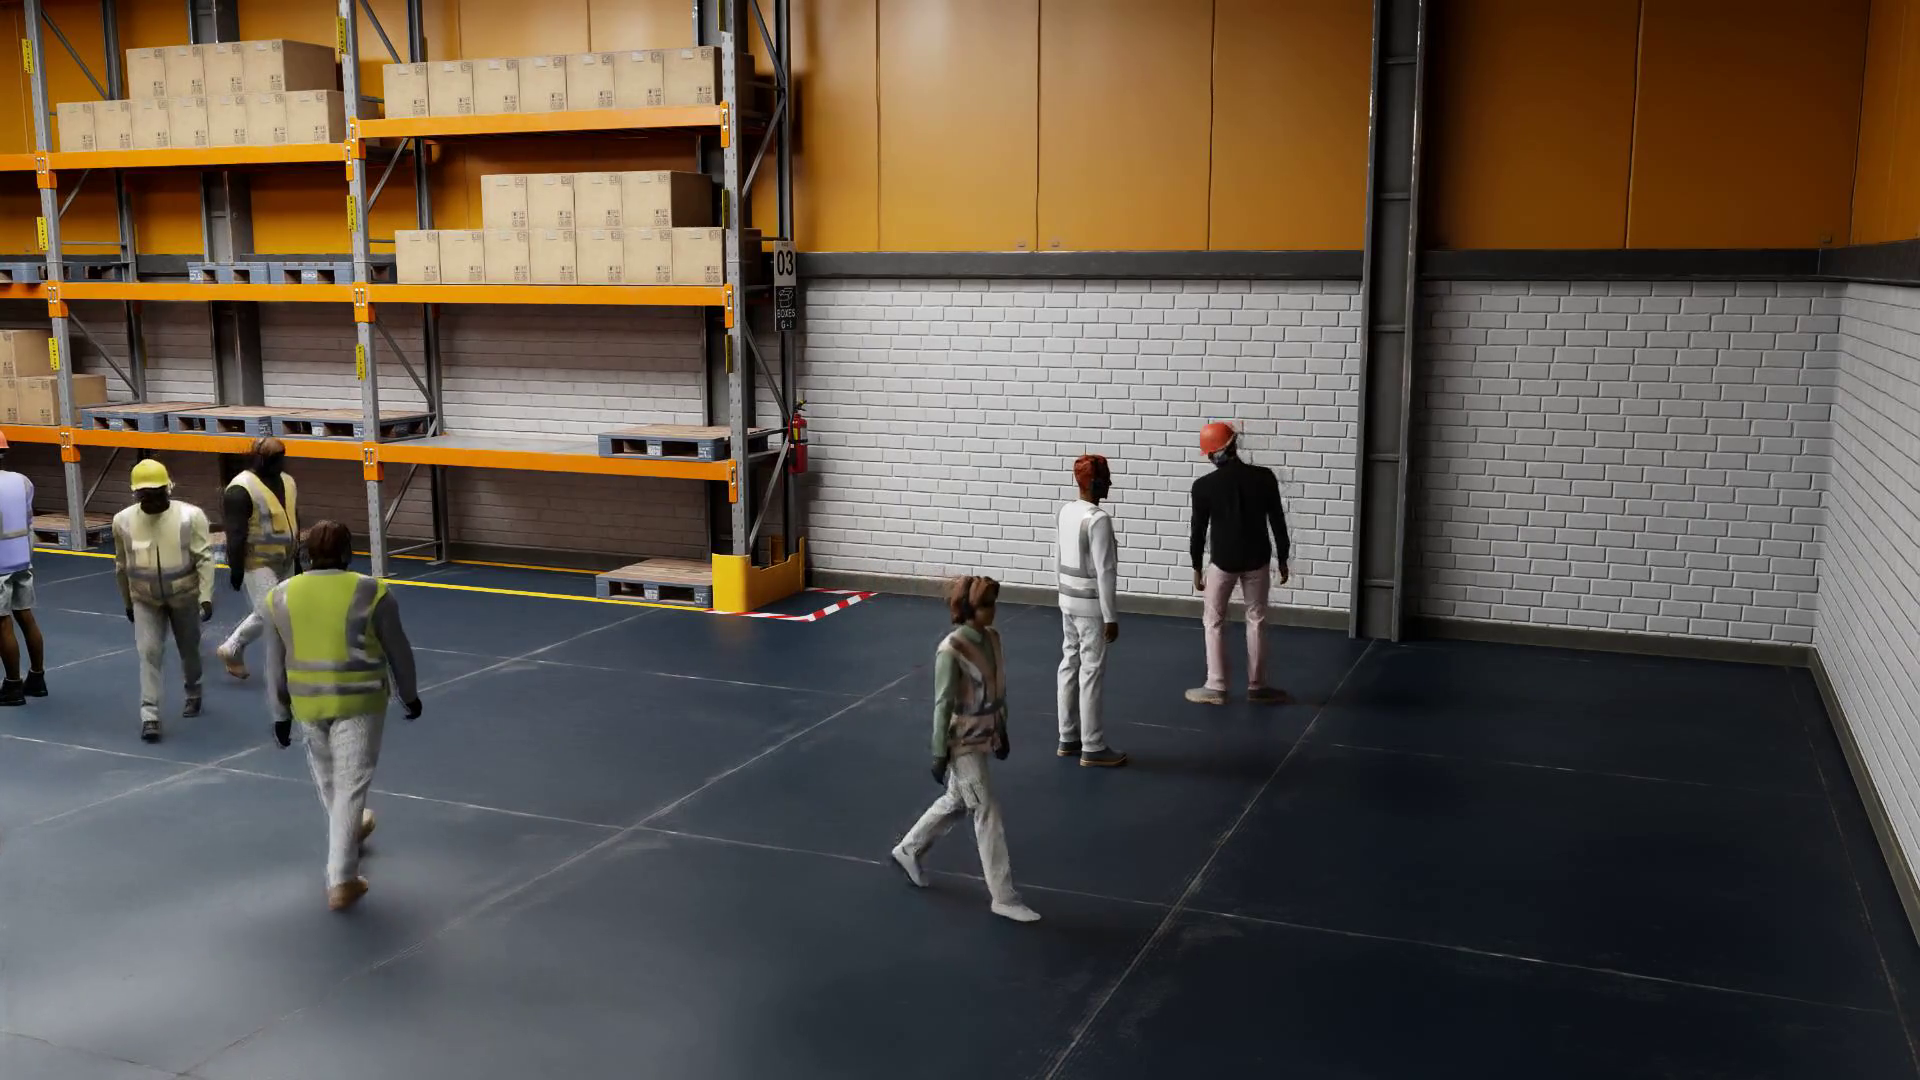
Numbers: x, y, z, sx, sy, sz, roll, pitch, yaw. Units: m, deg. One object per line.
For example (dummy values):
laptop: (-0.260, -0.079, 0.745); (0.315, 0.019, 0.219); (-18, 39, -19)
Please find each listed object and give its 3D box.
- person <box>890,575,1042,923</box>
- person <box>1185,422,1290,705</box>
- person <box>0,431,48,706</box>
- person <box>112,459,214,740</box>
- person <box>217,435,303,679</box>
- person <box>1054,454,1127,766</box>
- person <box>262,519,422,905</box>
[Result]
person: (-0.001, 0.939, 7.787); (0.836, 1.606, 0.524); (5, 11, 27)
person: (1.948, 0.167, 11.442); (0.738, 1.948, 0.387); (0, 9, 1)
person: (-6.588, 0.173, 11.404); (0.376, 1.935, 0.550); (2, 9, 9)
person: (-5.147, 0.356, 10.795); (0.592, 1.785, 0.928); (-3, 10, -19)
person: (-4.983, 0.158, 11.857); (0.537, 1.825, 0.642); (2, 10, 14)
person: (0.777, 0.421, 10.069); (0.355, 1.883, 0.572); (-5, 10, -26)
person: (-2.981, 0.788, 8.121); (0.646, 1.792, 0.960); (1, 9, 3)
